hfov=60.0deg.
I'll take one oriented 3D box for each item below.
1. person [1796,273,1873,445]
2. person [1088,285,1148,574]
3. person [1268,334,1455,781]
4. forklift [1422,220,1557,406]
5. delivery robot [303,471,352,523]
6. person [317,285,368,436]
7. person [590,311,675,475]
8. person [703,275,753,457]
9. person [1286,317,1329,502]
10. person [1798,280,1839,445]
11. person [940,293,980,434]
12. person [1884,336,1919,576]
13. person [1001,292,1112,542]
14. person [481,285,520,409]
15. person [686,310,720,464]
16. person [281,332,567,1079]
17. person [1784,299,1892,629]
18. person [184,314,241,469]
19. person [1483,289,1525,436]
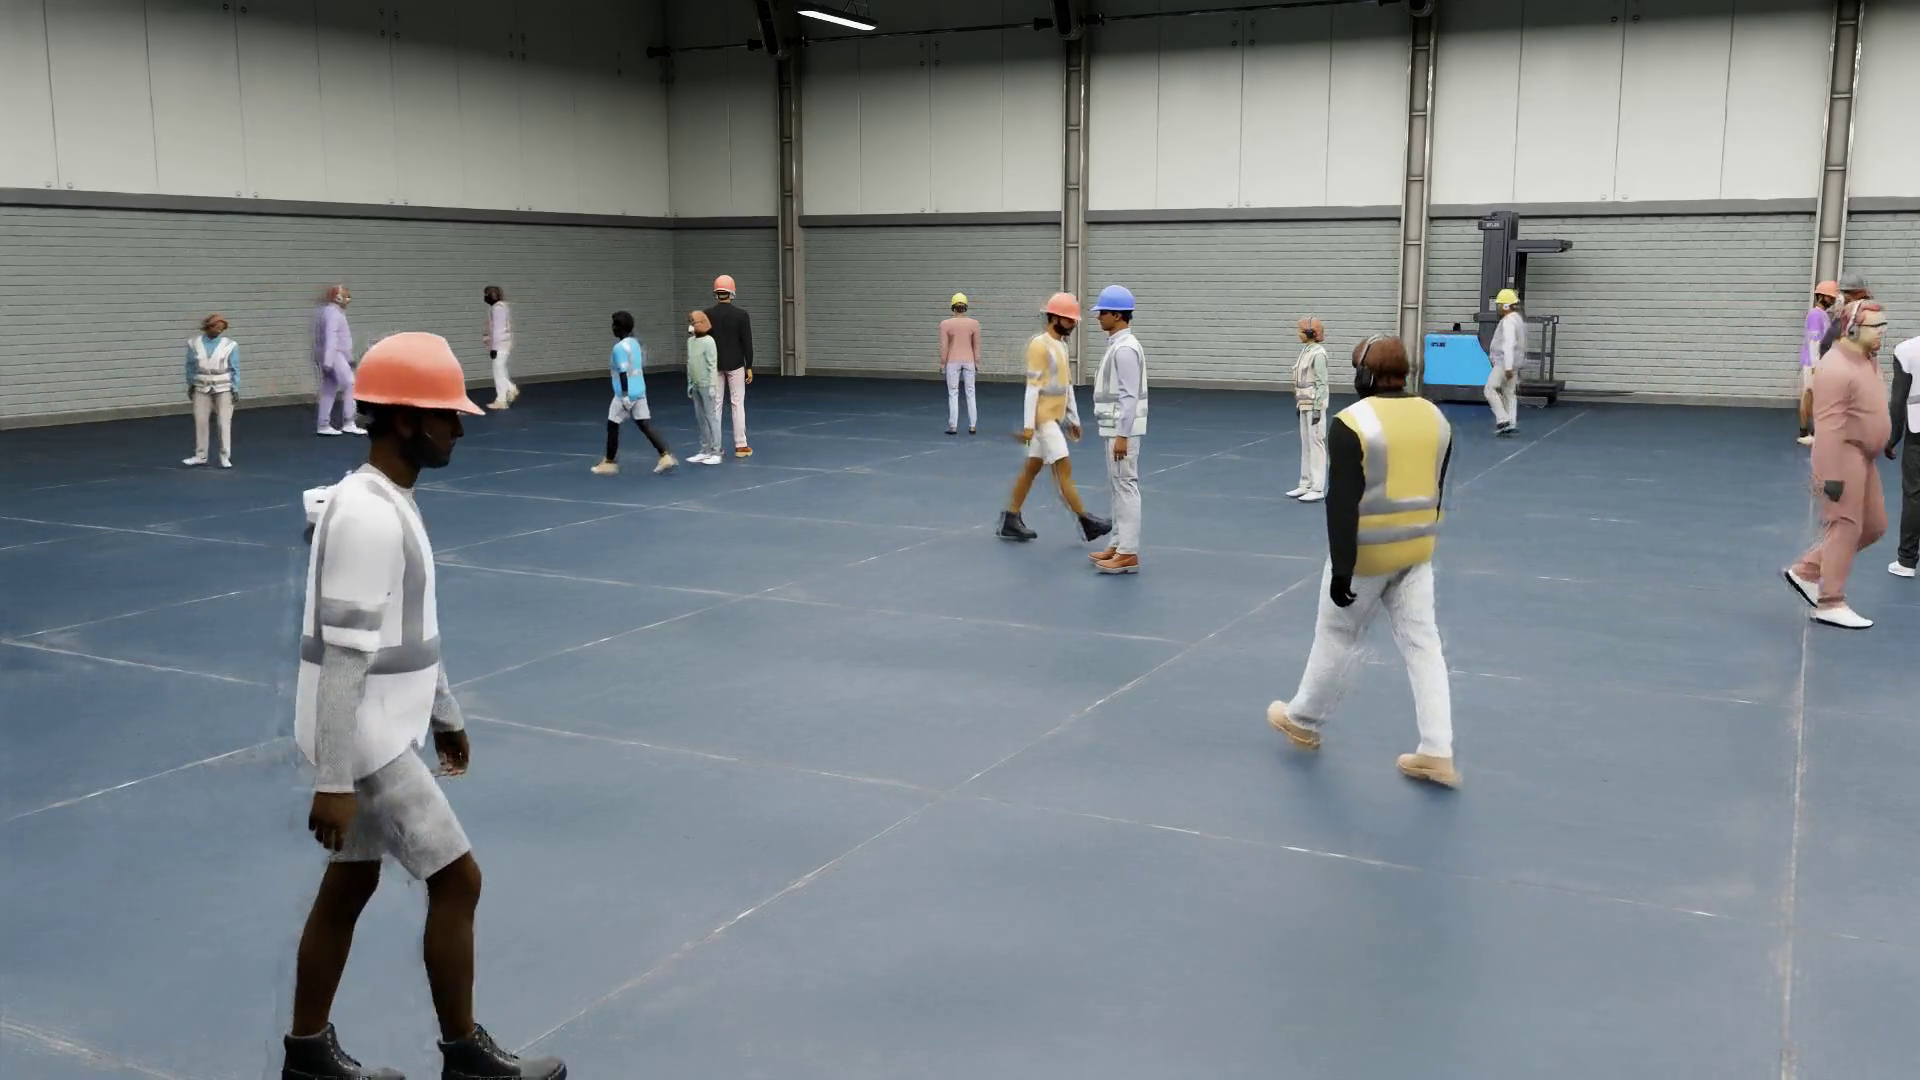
[{"bbox_3d":[10.036,-2.027,19.050,0.792,2.000,0.701,3,10,18],"label":"person"},{"bbox_3d":[1.084,-0.759,11.377,0.397,1.949,0.603,0,9,0],"label":"person"},{"bbox_3d":[1.713,0.052,6.875,0.657,1.787,0.978,-5,10,-27],"label":"person"},{"bbox_3d":[8.245,-3.527,25.720,1.873,2.768,1.129,5,10,27],"label":"forklift"},{"bbox_3d":[-4.570,-0.278,12.546,0.707,0.478,0.477,2,9,11],"label":"delivery robot"},{"bbox_3d":[-7.717,-2.232,20.728,0.742,1.871,0.649,-5,10,-27],"label":"person"},{"bbox_3d":[-3.281,-1.475,16.708,0.859,1.655,0.540,2,9,12],"label":"person"},{"bbox_3d":[-2.580,-1.923,18.411,0.613,1.997,0.374,1,9,9],"label":"person"},{"bbox_3d":[3.138,-1.169,14.872,0.314,1.636,0.514,-1,9,-5],"label":"person"},{"bbox_3d":[10.212,-2.111,19.780,0.374,1.930,0.542,6,11,31],"label":"person"},{"bbox_3d":[-0.010,-2.220,20.956,0.526,1.768,0.331,-3,10,-15],"label":"person"},{"bbox_3d":[6.529,-0.704,11.132,0.587,1.920,0.390,3,10,19],"label":"person"},{"bbox_3d":[0.754,-0.916,12.563,1.012,1.873,0.563,4,10,21],"label":"person"},{"bbox_3d":[-6.891,-2.870,24.766,0.448,1.831,0.627,-3,10,-16],"label":"person"},{"bbox_3d":[-2.743,-1.629,17.723,0.279,1.631,0.504,-7,12,-37],"label":"person"},{"bbox_3d":[-1.301,0.464,3.986,0.819,1.899,0.616,-3,10,-17],"label":"person"},{"bbox_3d":[5.126,-0.442,9.612,0.462,1.886,0.661,8,12,41],"label":"person"},{"bbox_3d":[-7.757,-1.544,17.263,0.597,1.605,0.407,-1,9,-7],"label":"person"},{"bbox_3d":[6.751,-2.194,20.631,0.448,1.815,0.602,6,11,33],"label":"person"}]
